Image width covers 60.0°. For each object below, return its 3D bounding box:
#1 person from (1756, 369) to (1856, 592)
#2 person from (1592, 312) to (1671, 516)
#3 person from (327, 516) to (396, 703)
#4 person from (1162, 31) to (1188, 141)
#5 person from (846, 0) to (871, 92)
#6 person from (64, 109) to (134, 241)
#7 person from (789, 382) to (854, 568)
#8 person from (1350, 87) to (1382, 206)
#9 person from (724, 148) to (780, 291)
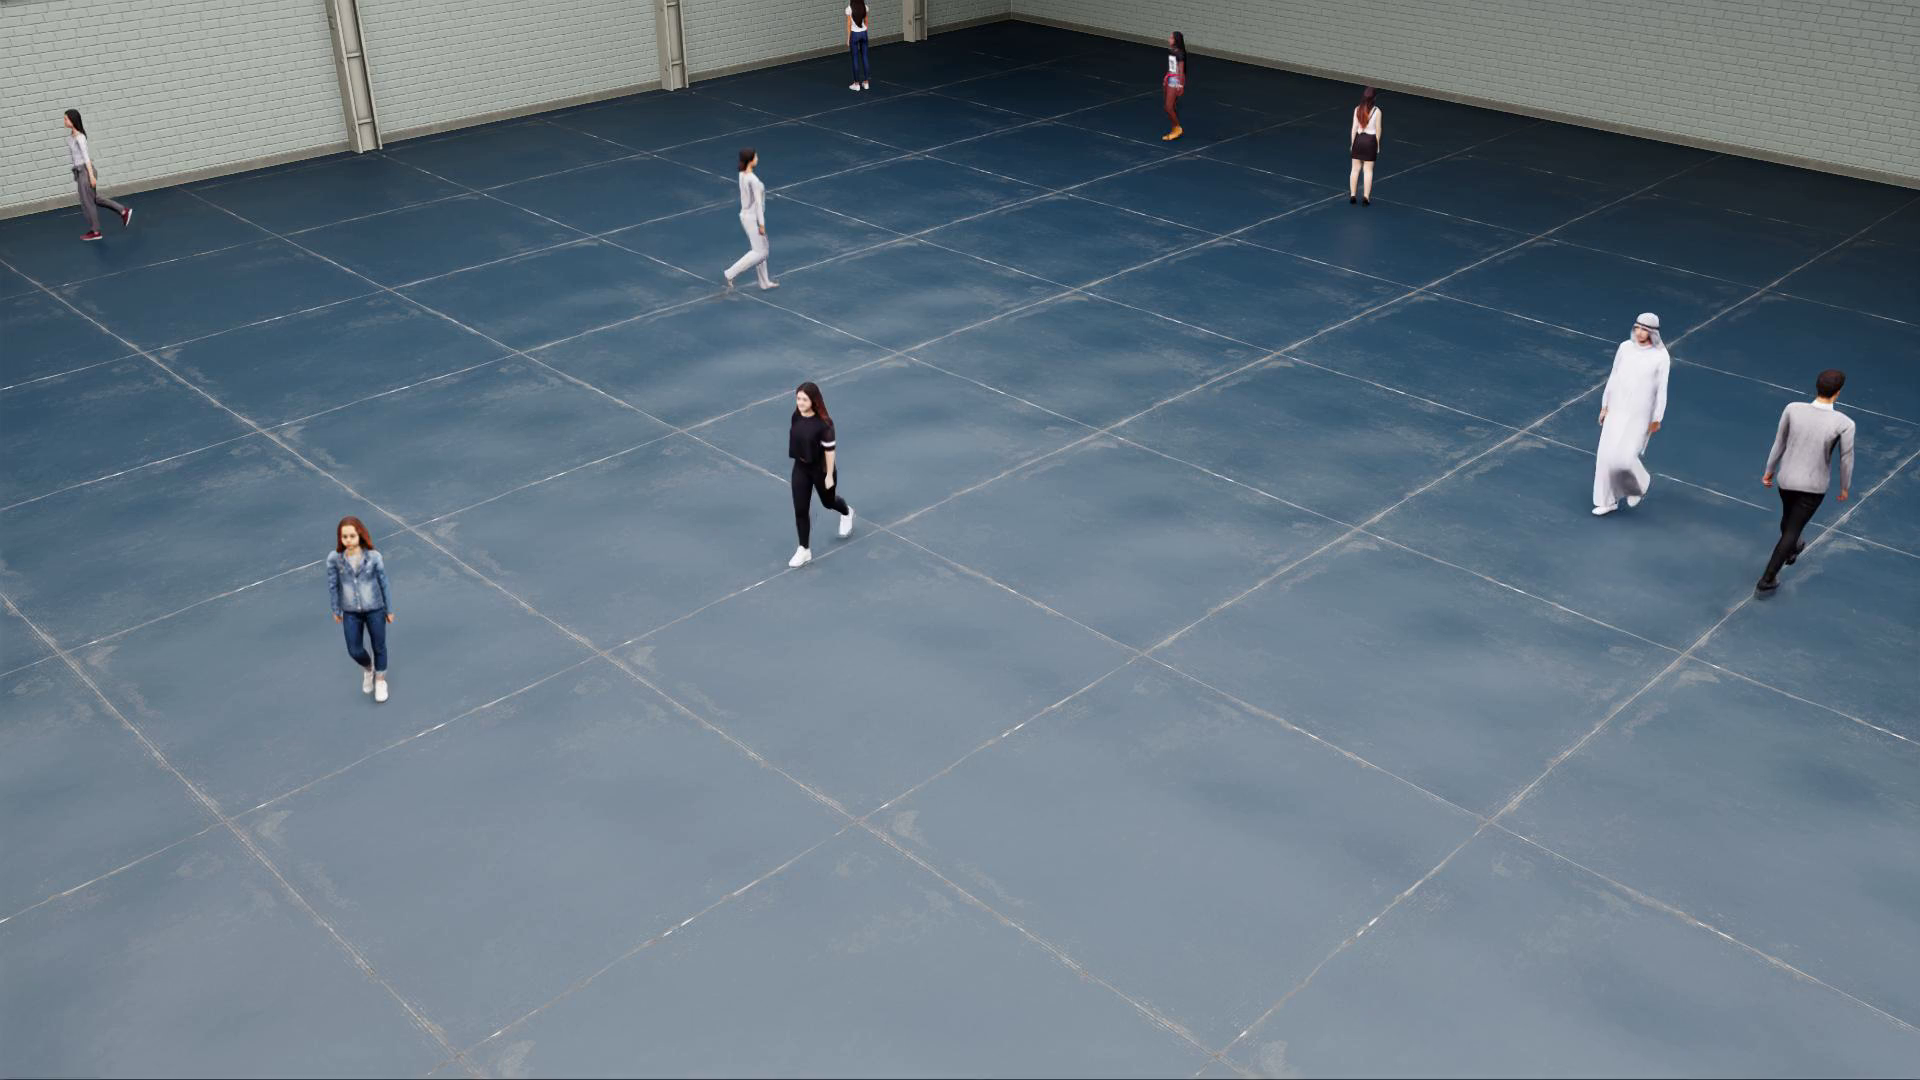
[{"bbox_3d":[6.826,-0.442,13.542,1.231,1.870,0.804,-23,35,-36],"label":"person"},{"bbox_3d":[6.026,-1.138,14.805,0.890,1.911,0.766,-18,33,-30],"label":"person"},{"bbox_3d":[-4.386,0.473,12.247,0.641,1.472,0.736,-6,29,-11],"label":"person"},{"bbox_3d":[3.480,-7.172,26.350,0.749,1.711,0.717,-8,29,-15],"label":"person"},{"bbox_3d":[-1.795,-8.906,29.536,0.536,1.775,0.696,-16,32,-27],"label":"person"},{"bbox_3d":[-11.427,-4.832,21.950,0.990,1.716,0.725,-17,33,-29],"label":"person"},{"bbox_3d":[-1.183,-0.614,14.145,0.789,1.607,1.159,15,32,26],"label":"person"},{"bbox_3d":[5.668,-5.517,23.308,0.610,1.648,0.605,13,31,23],"label":"person"},{"bbox_3d":[-2.555,-3.812,19.993,1.007,1.755,0.769,-15,32,-26],"label":"person"}]
